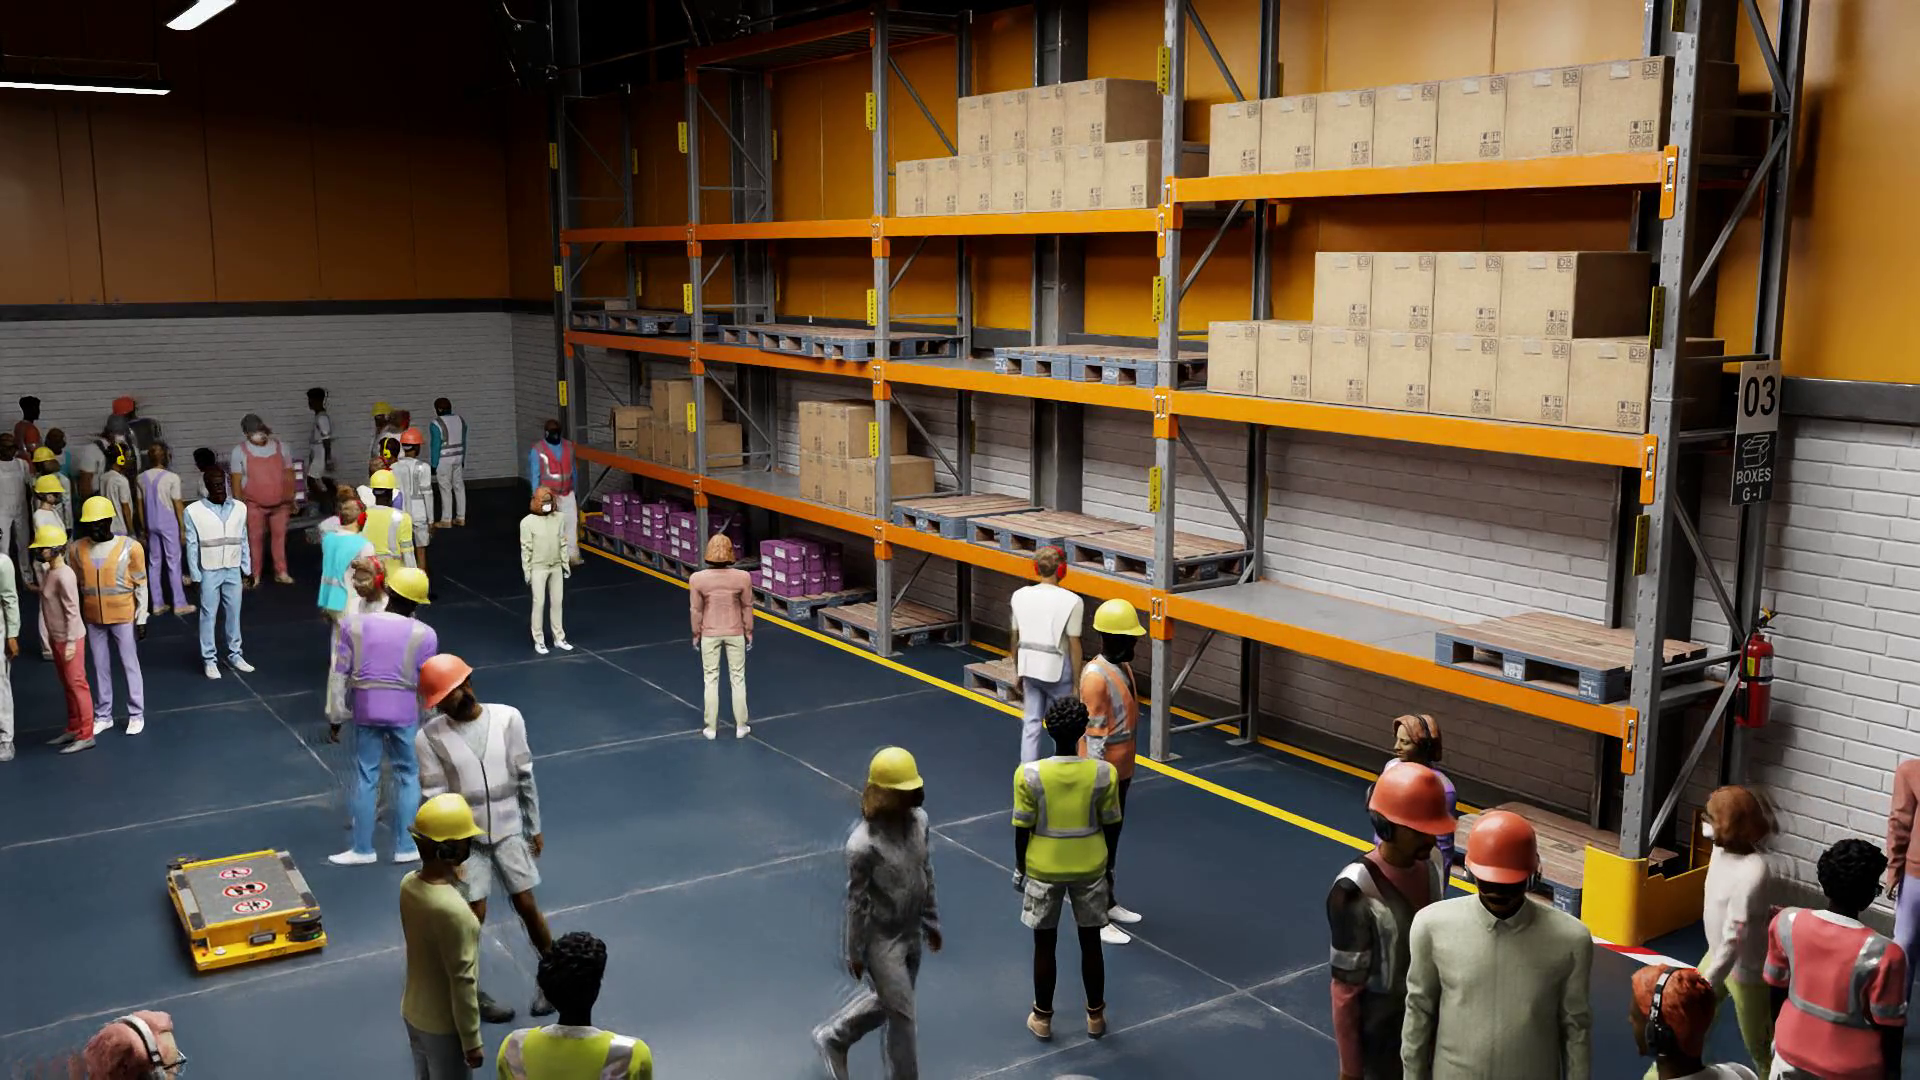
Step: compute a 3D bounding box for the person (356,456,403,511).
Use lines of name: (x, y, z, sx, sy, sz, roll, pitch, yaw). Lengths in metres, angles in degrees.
person: (-5.758, 0.090, 16.502, 0.561, 1.836, 0.394, 3, 10, 19)

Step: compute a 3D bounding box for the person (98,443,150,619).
person: (-8.807, -0.085, 17.450, 0.508, 1.863, 0.328, 7, 12, 34)

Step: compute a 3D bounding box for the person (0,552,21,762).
person: (-7.389, 0.716, 12.485, 0.605, 1.949, 0.399, -2, 10, -10)

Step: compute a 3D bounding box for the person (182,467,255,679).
person: (-6.724, 0.283, 15.115, 0.392, 1.920, 0.587, 8, 12, 38)

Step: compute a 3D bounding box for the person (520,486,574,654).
person: (-3.973, 0.285, 15.970, 0.298, 1.623, 0.503, 9, 13, 42)

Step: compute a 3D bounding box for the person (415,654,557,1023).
person: (-2.334, 1.475, 8.295, 0.672, 1.877, 0.400, -6, 11, -30)

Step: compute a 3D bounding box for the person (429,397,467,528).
person: (-7.217, -1.087, 23.401, 0.429, 1.838, 0.621, 5, 11, 28)

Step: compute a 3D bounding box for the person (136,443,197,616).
person: (-8.454, -0.112, 17.650, 0.506, 1.846, 0.348, 2, 10, 9)

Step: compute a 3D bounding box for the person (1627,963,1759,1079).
person: (1.970, 2.088, 4.640, 0.576, 1.880, 0.360, -5, 11, -29)

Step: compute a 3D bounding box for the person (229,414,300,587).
person: (-8.020, -0.479, 19.229, 0.718, 2.000, 0.535, -7, 12, -36)

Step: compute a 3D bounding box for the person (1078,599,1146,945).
person: (0.849, 1.271, 9.288, 0.366, 1.926, 0.594, 3, 10, 18)

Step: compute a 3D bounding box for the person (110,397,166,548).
person: (-10.740, -0.894, 21.850, 0.386, 1.993, 0.724, 4, 11, 24)

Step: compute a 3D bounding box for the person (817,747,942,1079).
person: (-0.357, 1.711, 7.310, 0.757, 1.719, 0.487, 7, 12, 34)

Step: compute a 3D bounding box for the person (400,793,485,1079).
person: (-1.979, 1.842, 6.442, 0.338, 1.761, 0.524, -8, 12, -38)

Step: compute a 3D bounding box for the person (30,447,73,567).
person: (-9.999, -0.168, 18.311, 0.489, 1.735, 0.330, 2, 10, 11)

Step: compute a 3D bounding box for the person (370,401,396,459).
person: (-7.925, -1.009, 22.994, 0.403, 1.824, 0.591, -9, 13, -42)

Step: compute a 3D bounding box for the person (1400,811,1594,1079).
person: (1.806, 1.865, 5.640, 0.616, 1.986, 0.407, 3, 10, 16)

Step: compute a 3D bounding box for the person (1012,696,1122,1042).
person: (0.512, 1.594, 8.069, 0.540, 1.695, 0.317, -1, 10, -5)

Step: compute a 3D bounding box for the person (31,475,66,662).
person: (-8.549, 0.262, 15.687, 0.331, 1.768, 0.527, -3, 10, -16)

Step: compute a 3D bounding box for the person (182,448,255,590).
person: (-8.497, -0.235, 18.958, 0.908, 1.630, 0.551, 2, 10, 11)

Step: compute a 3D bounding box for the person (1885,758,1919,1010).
person: (4.642, 1.603, 7.825, 0.524, 1.764, 0.329, 5, 11, 27)

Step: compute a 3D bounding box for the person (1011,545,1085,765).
person: (0.619, 0.947, 11.486, 0.592, 1.842, 0.488, 6, 12, 33)

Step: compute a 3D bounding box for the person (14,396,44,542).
person: (-12.404, -0.945, 22.244, 0.368, 1.945, 0.599, -9, 13, -43)

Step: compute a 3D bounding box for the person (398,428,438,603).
person: (-6.021, -0.270, 18.331, 0.547, 1.930, 0.391, 3, 10, 17)

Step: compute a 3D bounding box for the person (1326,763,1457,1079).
person: (1.581, 1.778, 6.032, 0.614, 2.029, 0.409, -9, 13, -42)

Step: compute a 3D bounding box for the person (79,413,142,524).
person: (-9.790, -0.495, 19.326, 0.581, 2.000, 0.710, 4, 10, 23)

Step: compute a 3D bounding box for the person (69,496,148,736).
person: (-6.760, 0.603, 13.209, 0.594, 1.926, 0.366, 0, 10, -3)

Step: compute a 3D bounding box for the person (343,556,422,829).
person: (-3.892, 0.986, 11.285, 0.572, 1.820, 0.781, 7, 12, 35)

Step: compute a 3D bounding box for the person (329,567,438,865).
person: (-3.634, 1.108, 10.419, 0.745, 1.876, 0.385, -1, 10, -6)

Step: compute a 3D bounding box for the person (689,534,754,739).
person: (-1.873, 0.764, 13.125, 0.499, 1.633, 0.286, -1, 10, -8)

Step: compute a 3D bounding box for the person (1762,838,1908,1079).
person: (3.220, 1.925, 6.139, 0.320, 1.692, 0.531, -6, 11, -31)

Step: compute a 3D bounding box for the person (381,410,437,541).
person: (-7.339, -0.809, 21.889, 0.568, 1.797, 0.974, 3, 10, 19)

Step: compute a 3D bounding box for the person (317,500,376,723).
person: (-4.948, 0.569, 13.744, 0.580, 1.802, 0.822, 9, 13, 42)

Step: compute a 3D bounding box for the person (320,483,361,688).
person: (-5.439, 0.400, 14.815, 0.509, 1.802, 0.976, -1, 10, -6)

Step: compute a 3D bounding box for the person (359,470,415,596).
person: (-5.133, 0.328, 14.870, 0.581, 1.918, 0.408, 1, 10, 7)

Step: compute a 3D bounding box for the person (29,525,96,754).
person: (-6.899, 0.758, 12.774, 0.326, 1.769, 0.524, -8, 13, -40)

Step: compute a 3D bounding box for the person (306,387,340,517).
person: (-9.225, -1.217, 23.830, 0.654, 1.943, 0.617, -2, 10, -14)

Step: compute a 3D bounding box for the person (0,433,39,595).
person: (-10.680, -0.290, 18.723, 0.342, 1.839, 0.504, 6, 12, 33)

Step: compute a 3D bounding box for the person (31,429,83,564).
person: (-10.495, -0.395, 19.387, 0.514, 1.816, 0.635, -5, 11, -29)

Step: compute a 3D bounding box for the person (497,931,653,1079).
person: (-1.201, 2.072, 5.286, 0.534, 1.694, 0.320, 2, 10, 12)

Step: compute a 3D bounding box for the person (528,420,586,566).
person: (-4.911, -0.558, 20.372, 0.653, 1.808, 0.843, -7, 12, -37)

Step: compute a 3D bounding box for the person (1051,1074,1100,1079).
person: (0.231, 2.161, 3.735, 0.538, 2.000, 0.683, -1, 10, -8)

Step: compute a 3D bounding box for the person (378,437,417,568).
person: (-6.127, -0.193, 18.092, 0.333, 1.860, 0.510, 3, 10, 20)

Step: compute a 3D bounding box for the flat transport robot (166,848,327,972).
flat transport robot: (-4.102, 2.062, 9.503, 0.652, 0.197, 1.431, -6, 11, -31)

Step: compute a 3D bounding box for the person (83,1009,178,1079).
person: (-2.203, 2.164, 4.326, 0.651, 1.854, 0.996, 5, 11, 28)

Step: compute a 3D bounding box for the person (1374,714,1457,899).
person: (2.174, 1.632, 8.016, 0.308, 1.640, 0.511, -4, 11, -23)

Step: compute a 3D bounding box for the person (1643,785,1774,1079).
person: (3.161, 1.817, 7.045, 0.847, 1.592, 0.500, 0, 10, 2)
